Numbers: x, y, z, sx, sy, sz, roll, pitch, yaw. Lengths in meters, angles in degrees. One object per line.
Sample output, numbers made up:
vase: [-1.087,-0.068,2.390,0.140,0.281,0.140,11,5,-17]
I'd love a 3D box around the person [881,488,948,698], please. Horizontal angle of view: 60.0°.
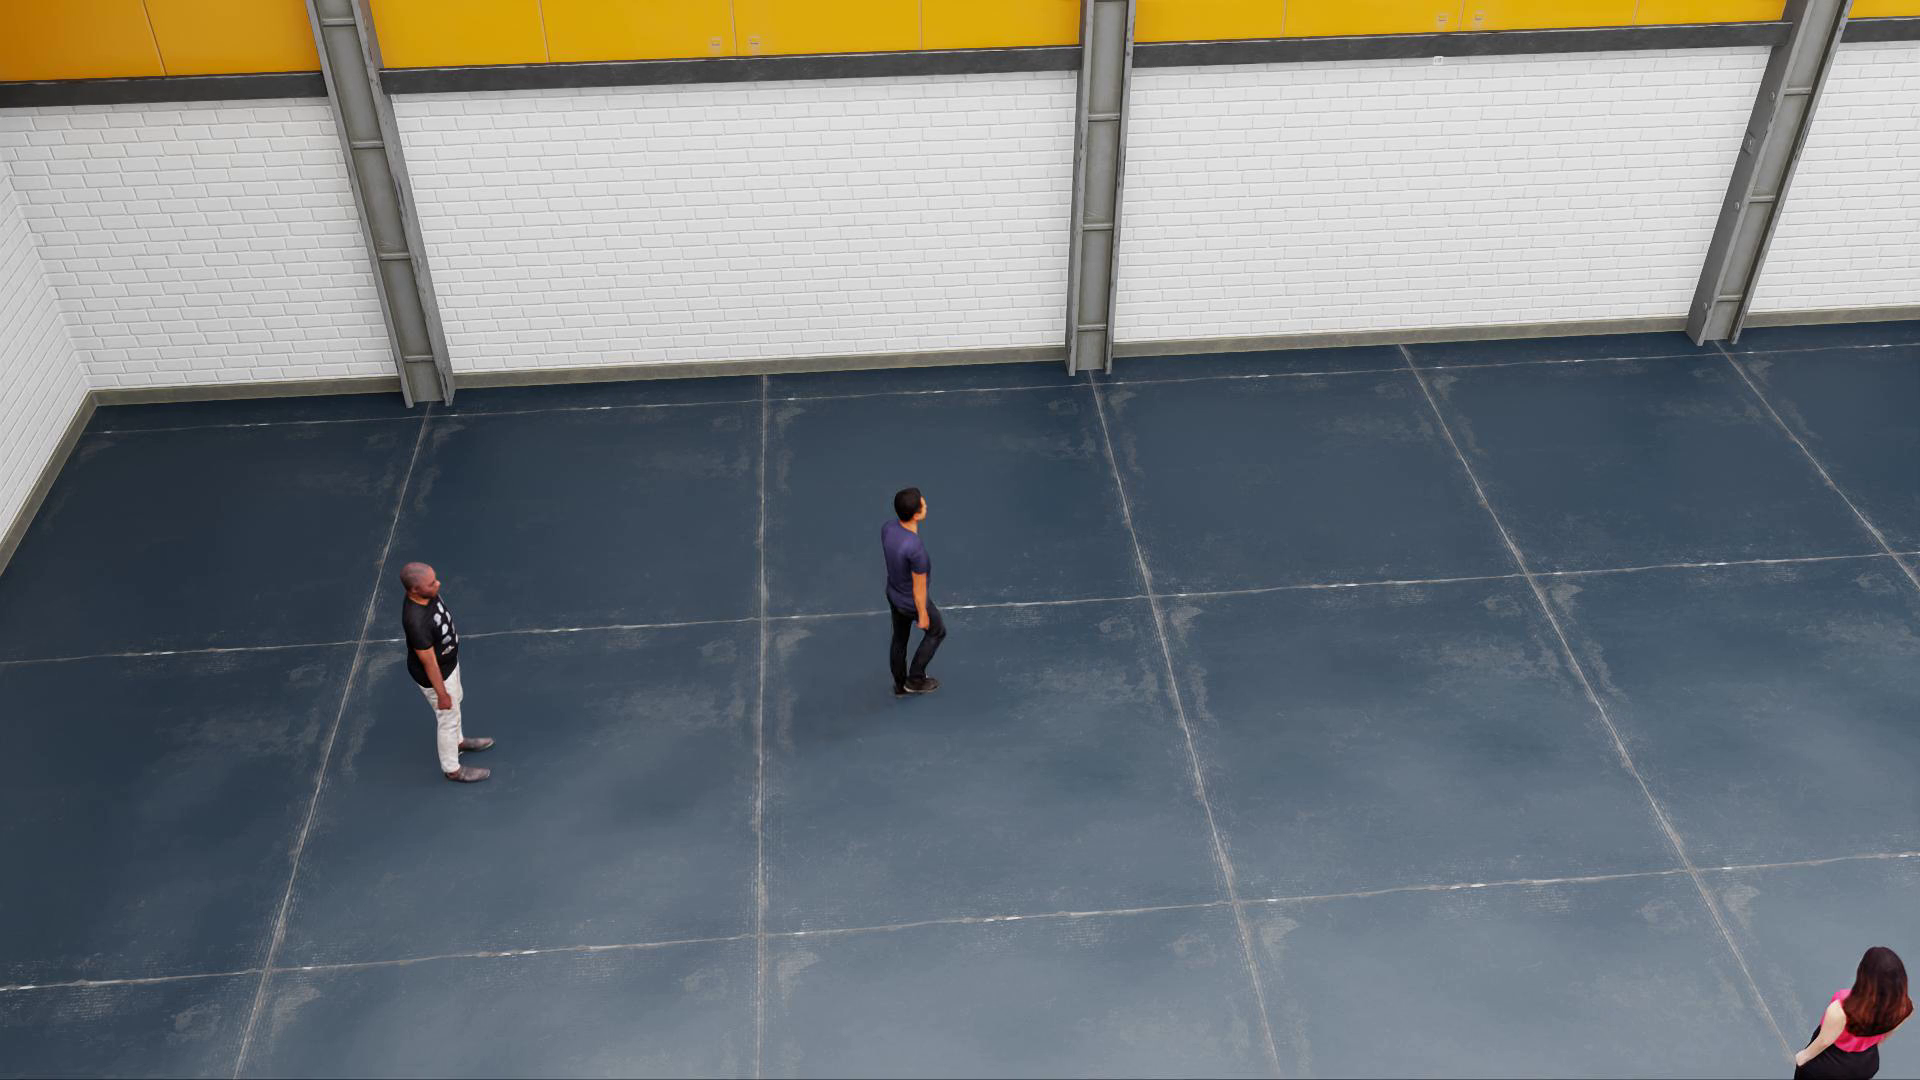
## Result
person: [-0.424,0.422,11.480,0.776,1.785,0.767,-24,44,-27]

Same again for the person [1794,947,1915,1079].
person: [4.612,2.706,8.715,0.454,1.665,0.648,-5,39,-6]

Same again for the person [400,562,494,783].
person: [-3.443,0.849,10.931,0.628,1.801,0.681,-7,39,-8]
